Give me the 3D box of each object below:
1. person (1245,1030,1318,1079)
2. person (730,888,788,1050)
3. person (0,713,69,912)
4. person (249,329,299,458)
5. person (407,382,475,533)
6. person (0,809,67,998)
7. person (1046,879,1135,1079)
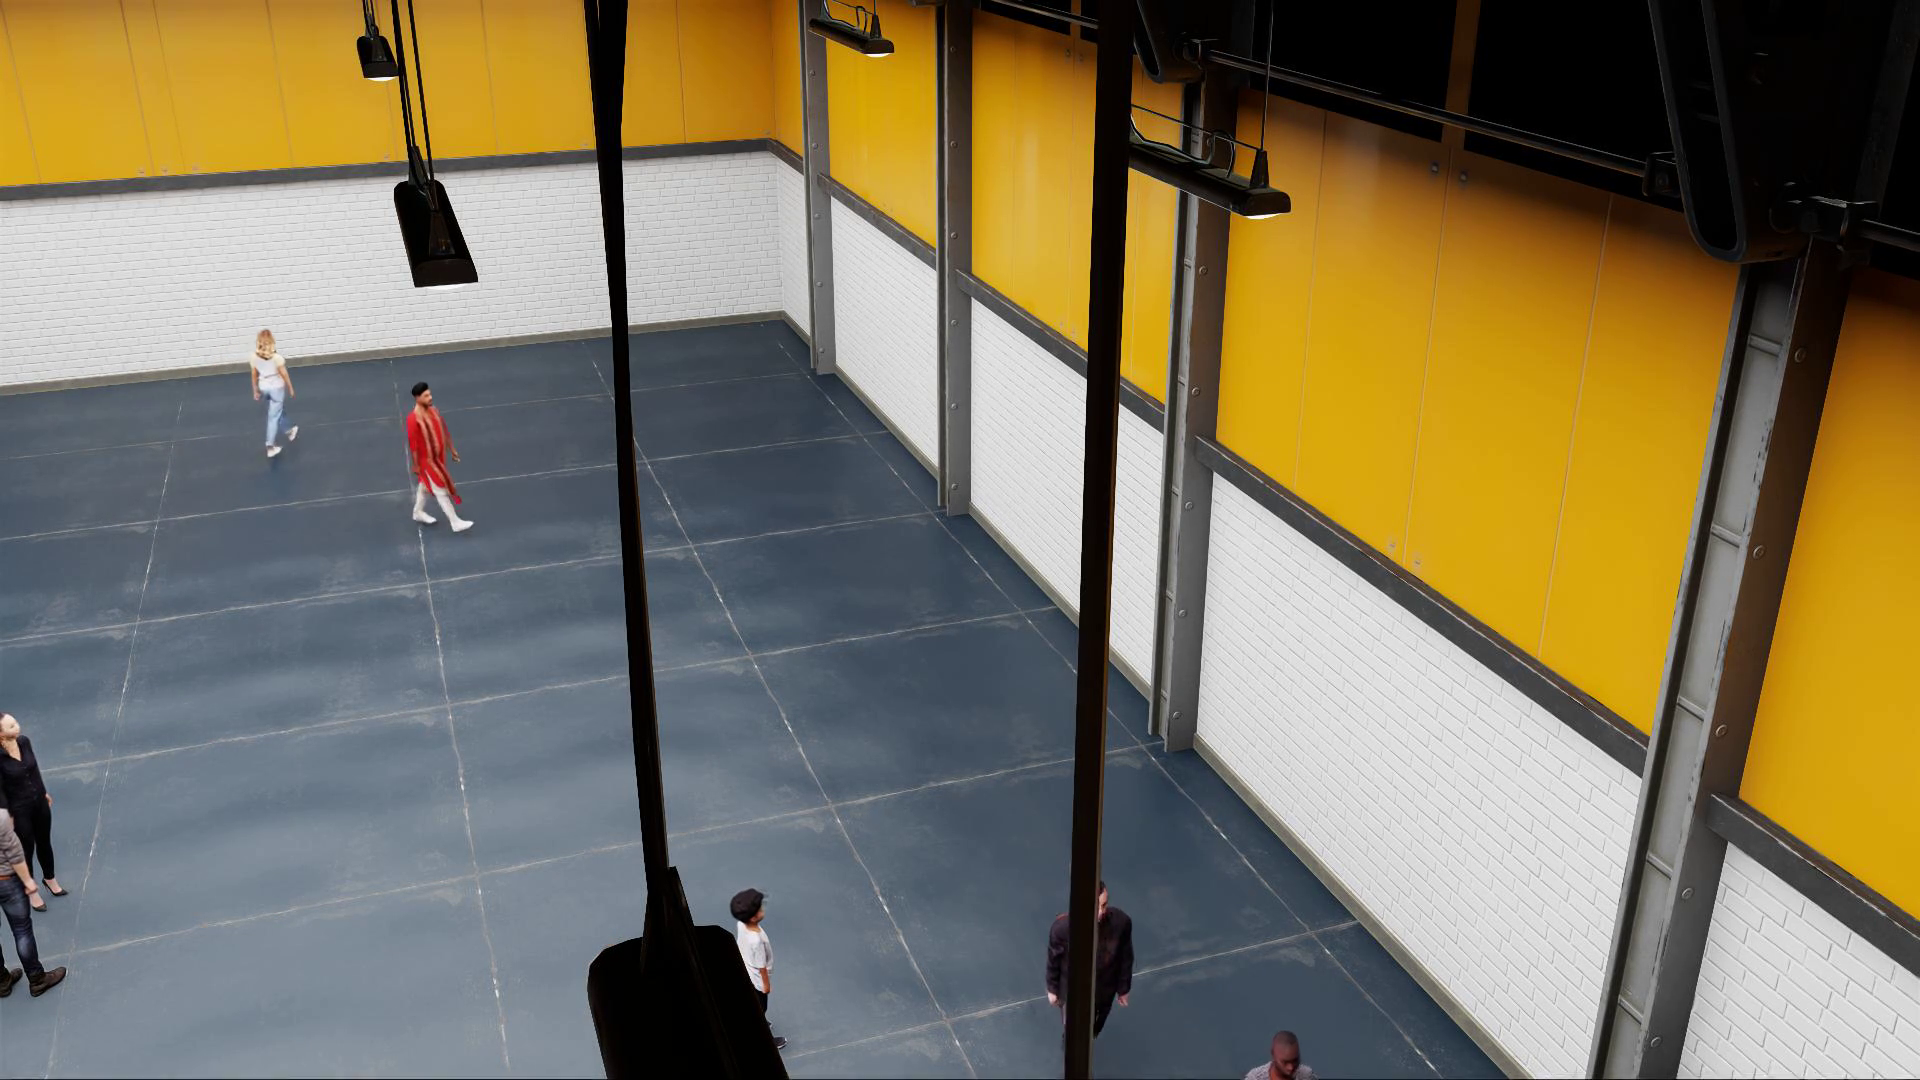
[{"bbox_3d":[1.784,3.508,9.630,0.711,1.743,1.178,-6,24,-14],"label":"person"},{"bbox_3d":[-1.424,2.962,11.481,0.591,1.262,0.495,-14,27,-30],"label":"person"},{"bbox_3d":[-7.257,2.091,12.914,0.715,1.709,0.620,7,24,15],"label":"person"},{"bbox_3d":[-9.184,-1.919,22.124,0.964,1.681,1.187,3,24,7],"label":"person"},{"bbox_3d":[-6.398,-0.988,19.804,1.207,1.832,1.220,7,25,16],"label":"person"},{"bbox_3d":[-6.909,2.433,11.891,0.759,1.903,0.725,1,24,2],"label":"person"},{"bbox_3d":[0.811,2.908,10.915,0.811,1.814,1.215,-5,24,-10],"label":"person"}]
